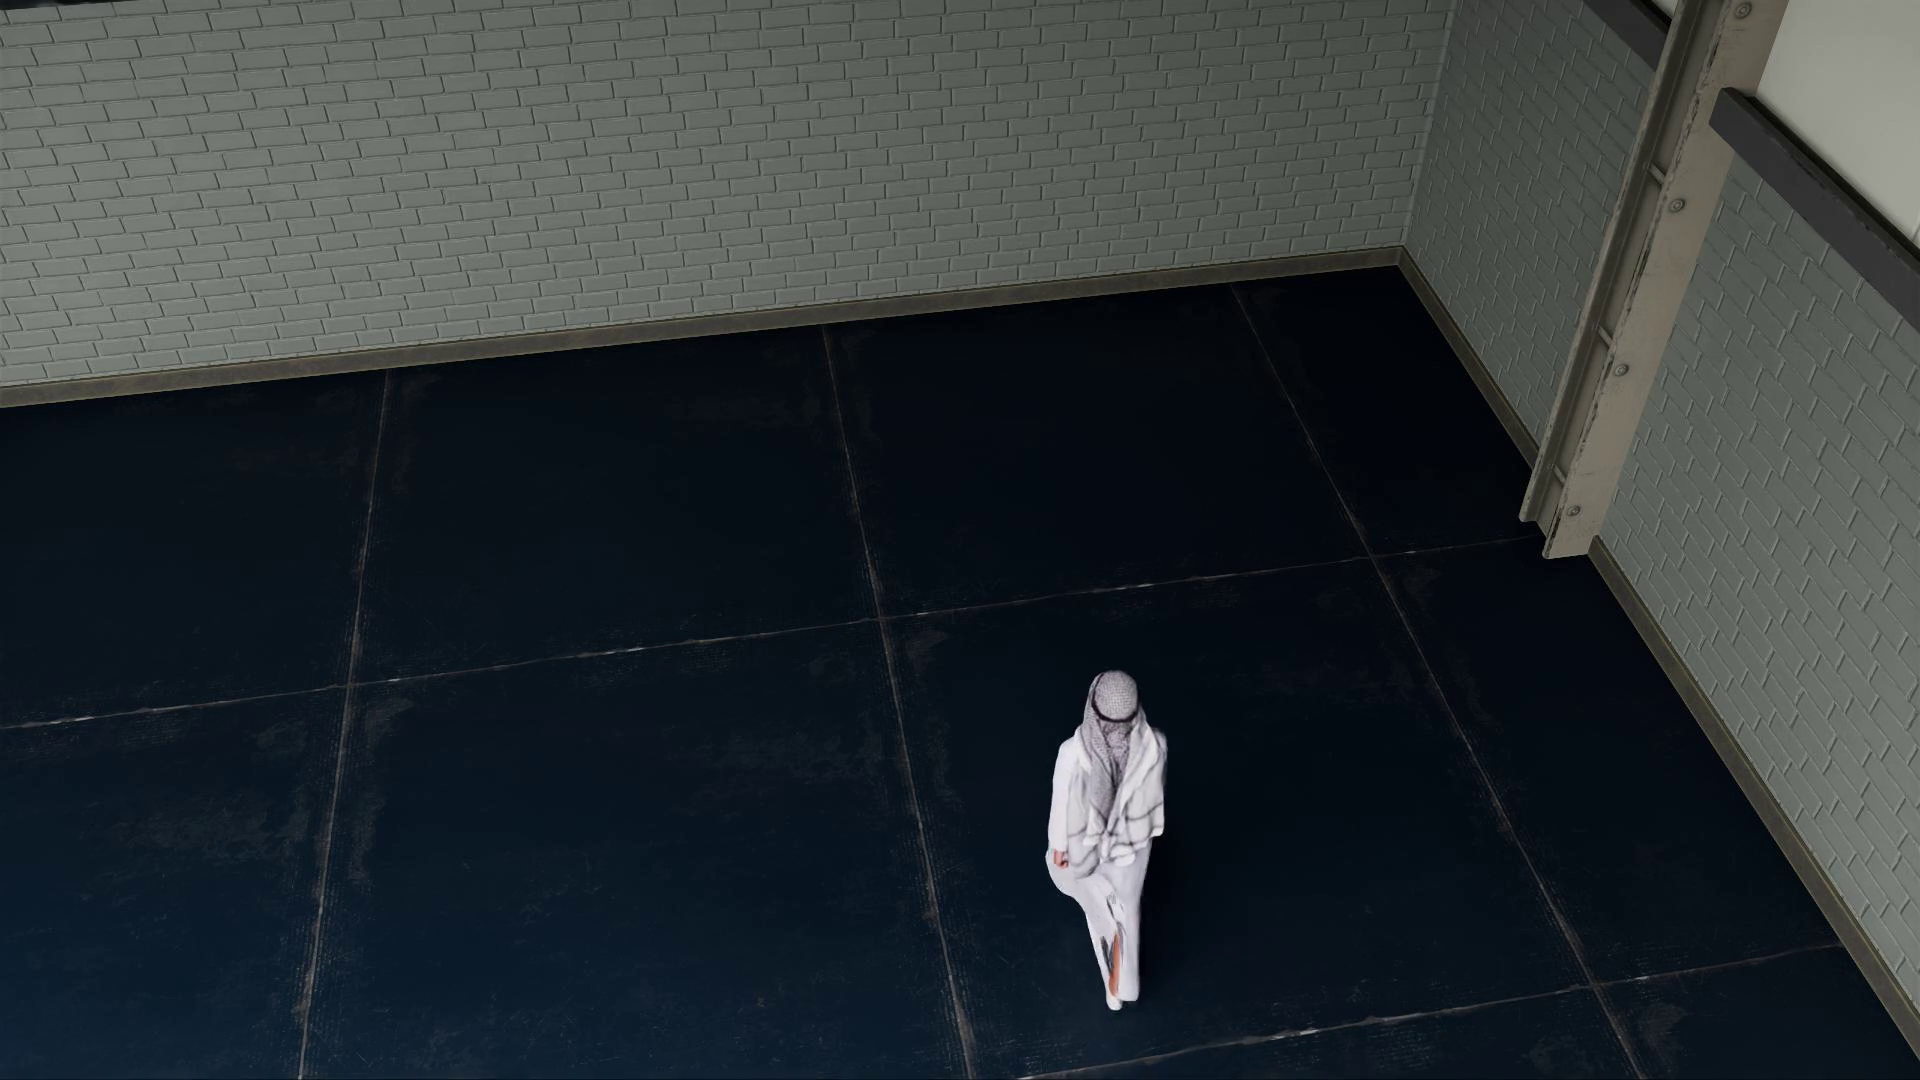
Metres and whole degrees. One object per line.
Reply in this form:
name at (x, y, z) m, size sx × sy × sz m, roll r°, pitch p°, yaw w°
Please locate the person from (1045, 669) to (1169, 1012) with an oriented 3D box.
person at (0.676, 1.358, 7.339) m, size 0.757 × 1.875 × 1.227 m, roll -5°, pitch 43°, yaw -5°
